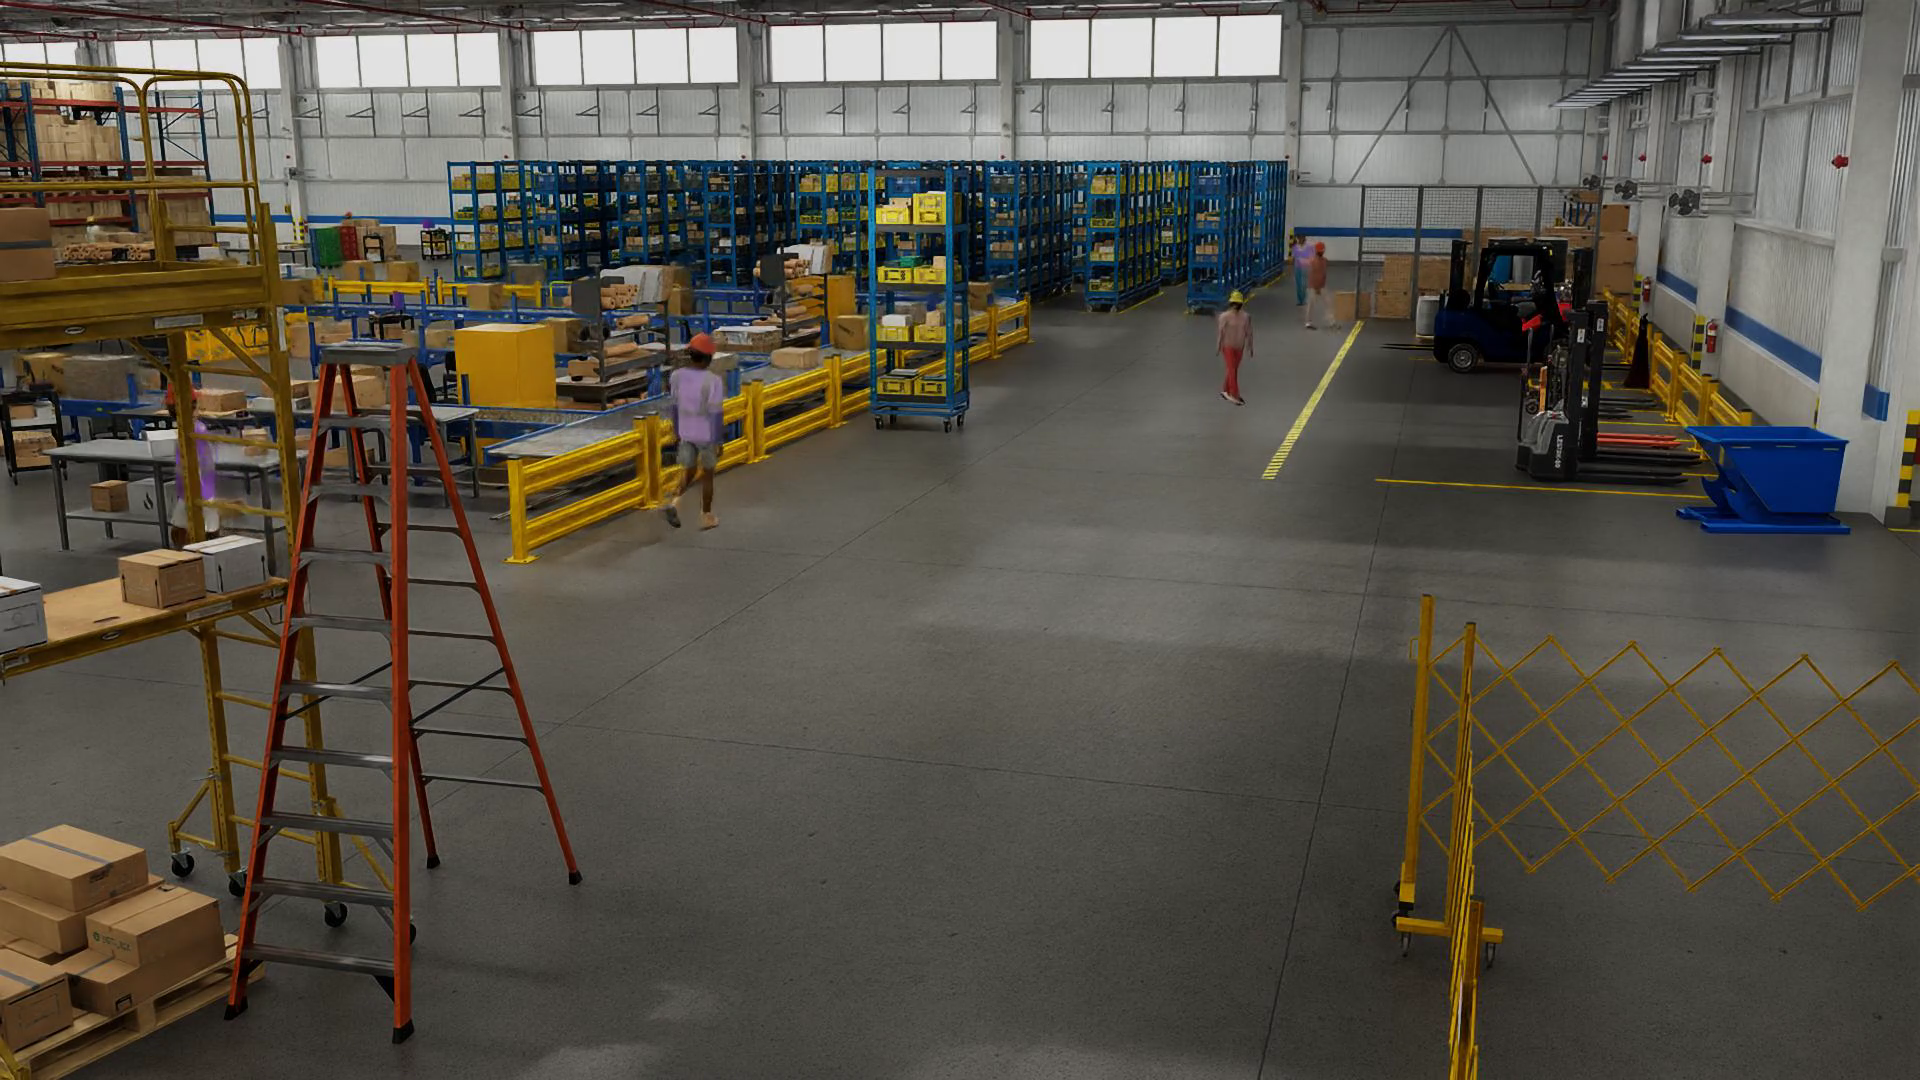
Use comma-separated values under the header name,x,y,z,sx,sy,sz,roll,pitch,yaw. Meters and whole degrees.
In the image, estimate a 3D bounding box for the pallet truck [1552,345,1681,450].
name,x,y,z,sx,sy,sz,roll,pitch,yaw
pallet truck,8.641,-1.896,21.908,1.630,1.274,0.653,4,14,16

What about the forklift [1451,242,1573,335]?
name,x,y,z,sx,sy,sz,roll,pitch,yaw
forklift,10.464,-4.597,31.405,2.680,1.987,1.157,4,14,16

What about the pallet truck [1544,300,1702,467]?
name,x,y,z,sx,sy,sz,roll,pitch,yaw
pallet truck,8.263,-1.952,20.631,1.885,1.965,0.823,5,14,20

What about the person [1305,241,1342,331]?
name,x,y,z,sx,sy,sz,roll,pitch,yaw
person,7.811,-5.458,35.903,0.603,1.933,0.975,-9,16,-33

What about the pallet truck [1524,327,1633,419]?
name,x,y,z,sx,sy,sz,roll,pitch,yaw
pallet truck,9.065,-2.460,24.370,1.522,1.261,0.704,3,13,14

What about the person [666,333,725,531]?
name,x,y,z,sx,sy,sz,roll,pitch,yaw
person,-2.668,-1.059,16.709,0.634,2.026,0.642,5,14,22

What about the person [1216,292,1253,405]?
name,x,y,z,sx,sy,sz,roll,pitch,yaw
person,4.229,-2.967,25.639,0.538,1.715,0.945,-4,14,-18

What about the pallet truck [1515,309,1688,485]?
name,x,y,z,sx,sy,sz,roll,pitch,yaw
pallet truck,7.554,-1.677,19.446,1.885,1.965,0.823,3,13,14

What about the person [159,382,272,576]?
name,x,y,z,sx,sy,sz,roll,pitch,yaw
person,-6.480,-0.426,14.270,0.923,1.905,0.553,-8,15,-32

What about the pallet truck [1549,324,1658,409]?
name,x,y,z,sx,sy,sz,roll,pitch,yaw
pallet truck,9.824,-2.669,25.407,1.601,1.201,0.680,4,14,16

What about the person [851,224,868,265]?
name,x,y,z,sx,sy,sz,roll,pitch,yaw
person,-3.005,-8.570,49.568,0.590,1.837,0.404,-4,14,-18

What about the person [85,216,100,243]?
name,x,y,z,sx,sy,sz,roll,pitch,yaw
person,-29.069,-9.943,55.673,0.560,1.743,0.631,5,14,20

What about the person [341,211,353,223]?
name,x,y,z,sx,sy,sz,roll,pitch,yaw
person,-22.873,-11.436,62.249,0.670,1.737,0.552,5,14,21

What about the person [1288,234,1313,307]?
name,x,y,z,sx,sy,sz,roll,pitch,yaw
person,8.591,-6.818,42.030,0.591,1.818,0.704,8,15,32

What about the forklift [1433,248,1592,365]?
name,x,y,z,sx,sy,sz,roll,pitch,yaw
forklift,9.780,-4.111,29.280,2.680,1.987,1.157,3,13,14
